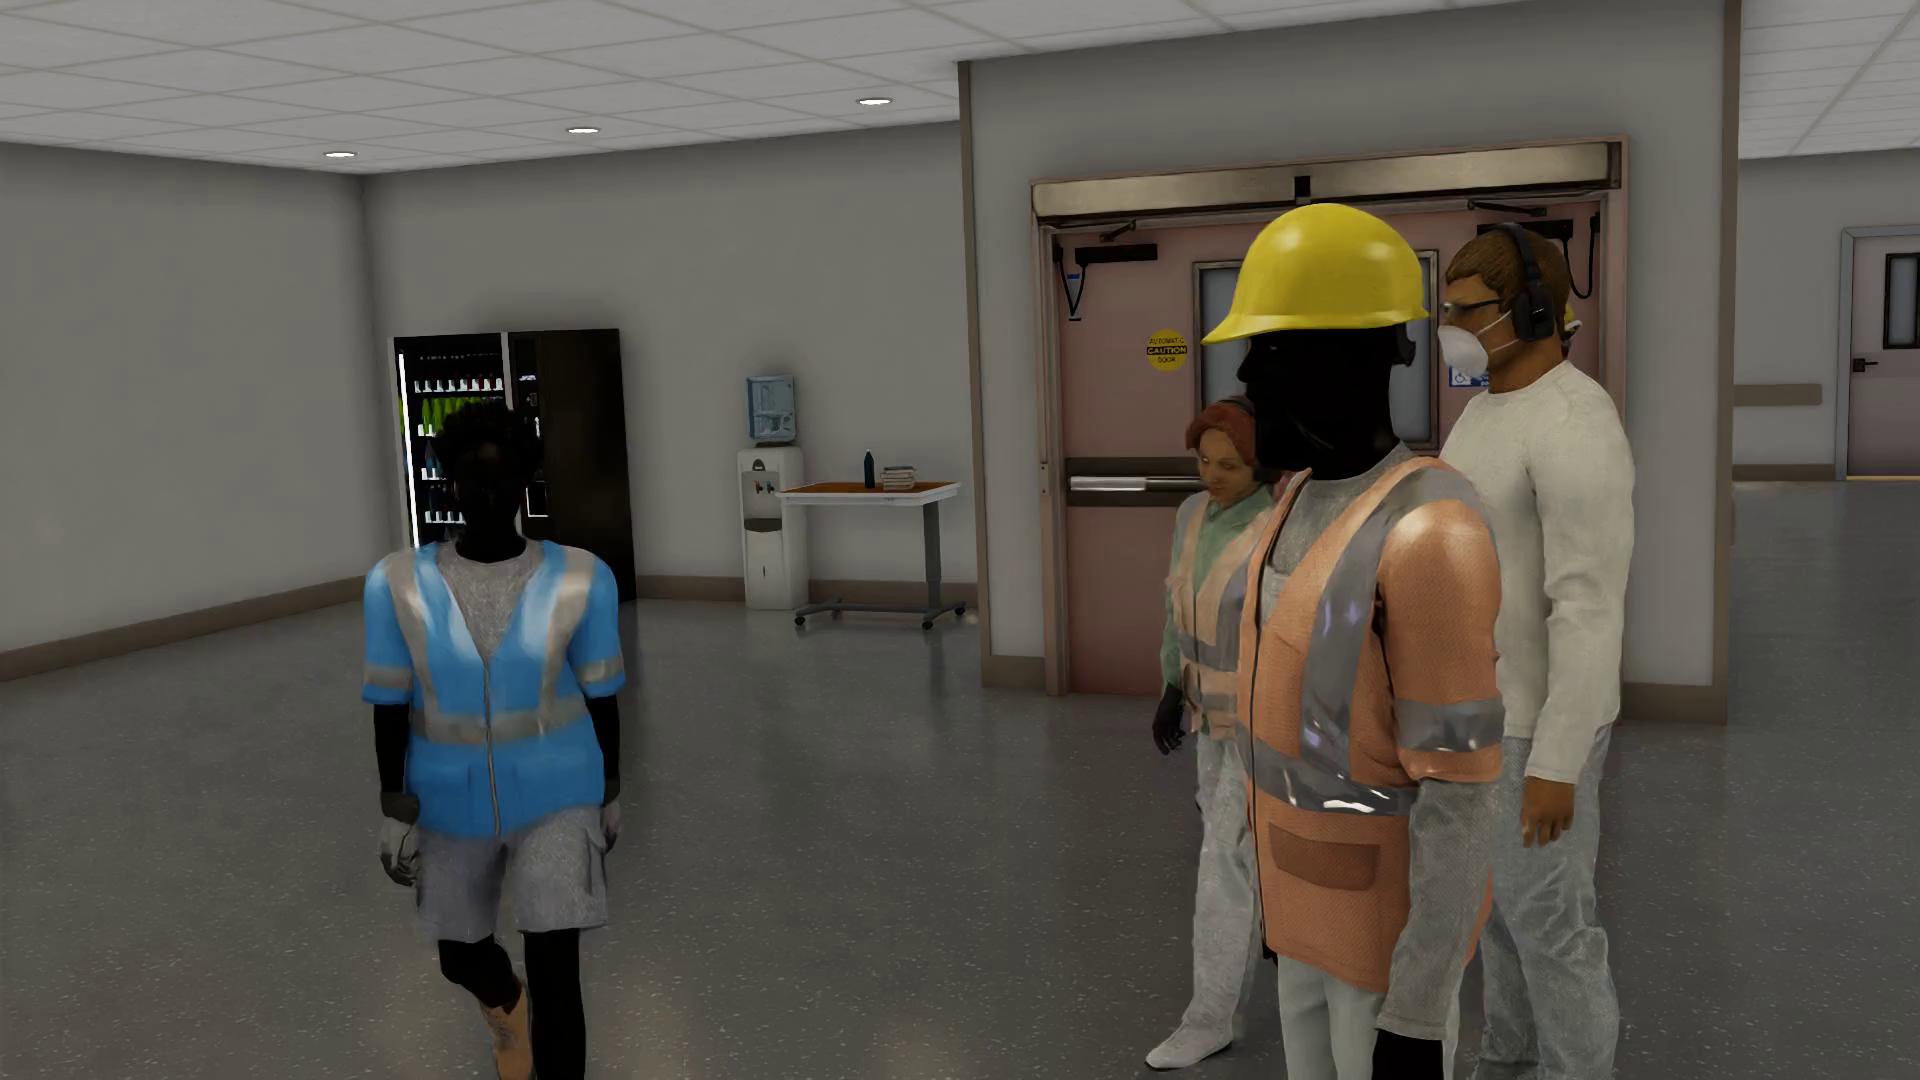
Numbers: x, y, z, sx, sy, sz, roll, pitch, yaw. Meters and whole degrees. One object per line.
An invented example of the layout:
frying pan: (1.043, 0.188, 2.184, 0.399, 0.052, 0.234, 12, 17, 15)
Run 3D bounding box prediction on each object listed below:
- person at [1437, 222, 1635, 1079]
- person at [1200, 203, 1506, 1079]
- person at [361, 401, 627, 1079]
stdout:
person: (1.086, 0.362, 3.250, 0.369, 1.938, 0.631, -3, 7, -2)
person: (0.537, 0.515, 2.300, 0.371, 1.923, 0.588, -3, 7, -8)
person: (-0.962, 0.532, 3.552, 0.526, 1.677, 0.724, -3, 7, -7)
